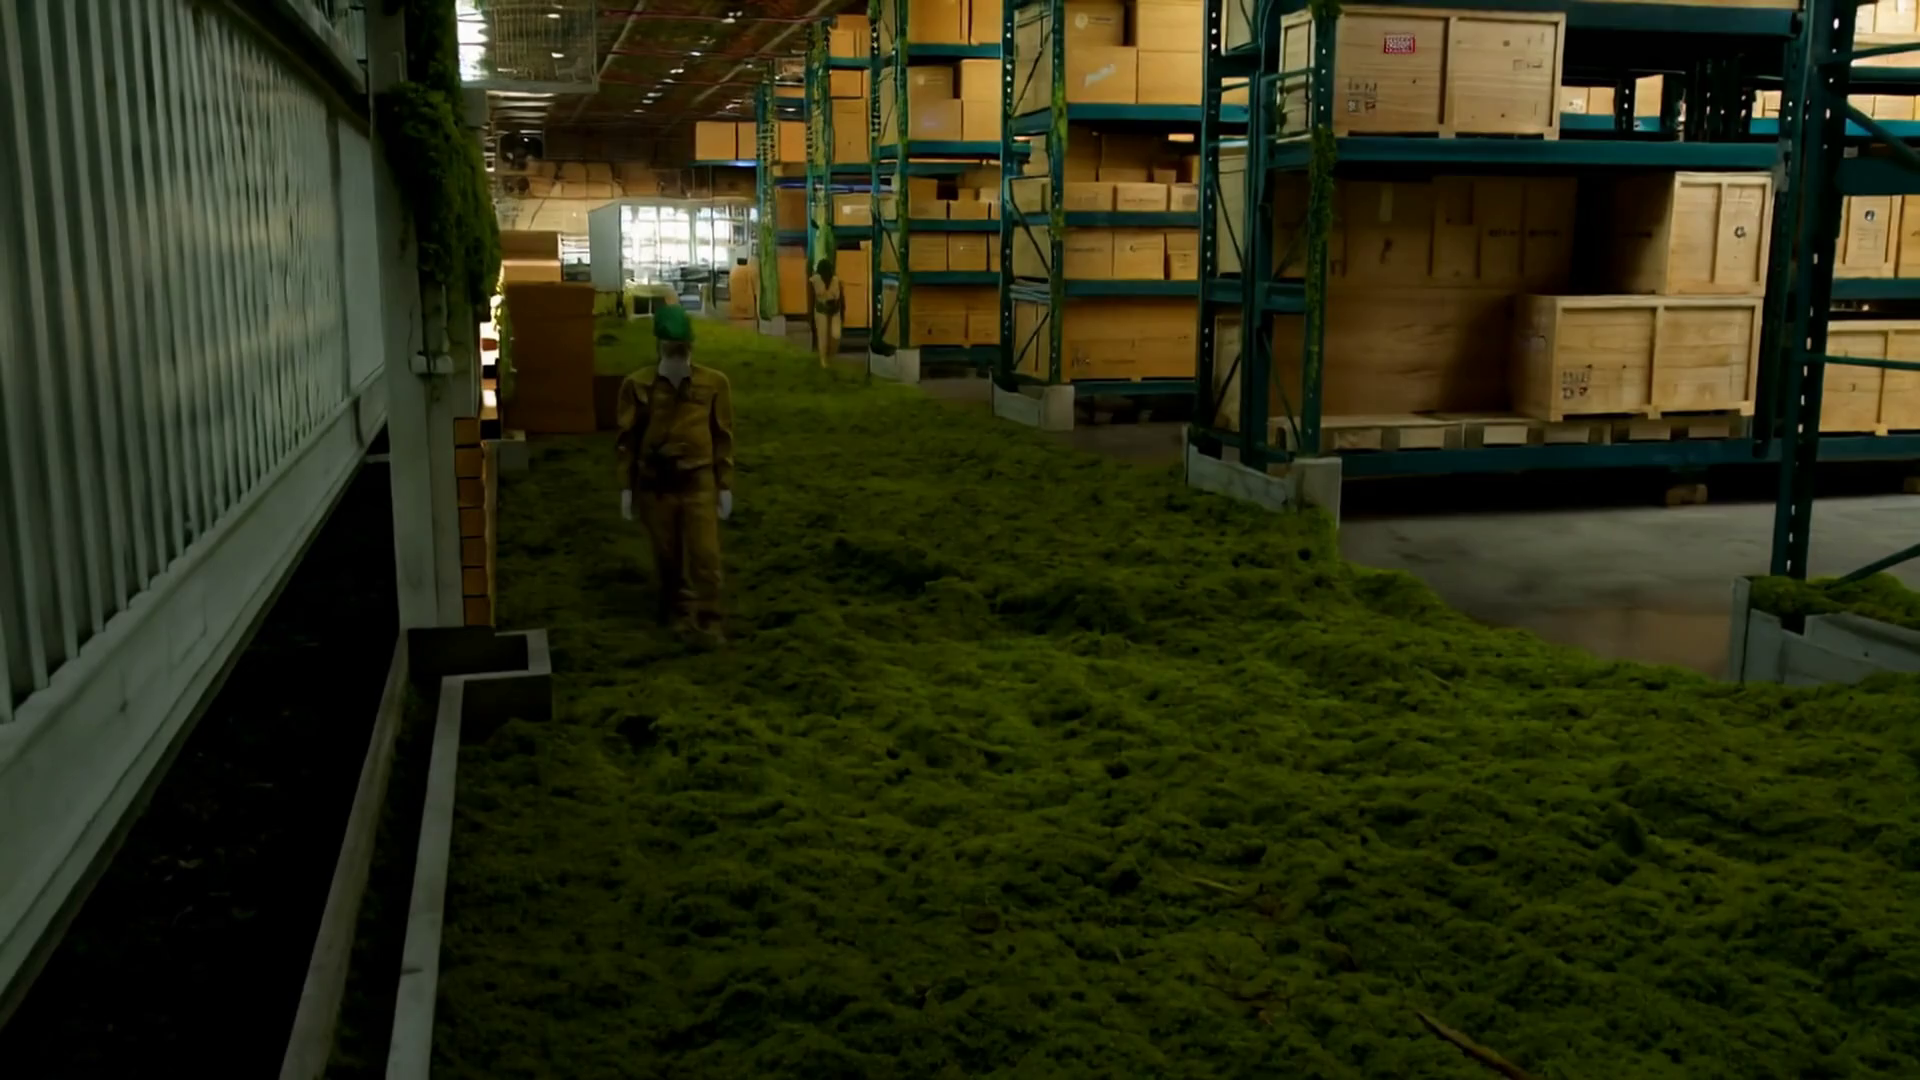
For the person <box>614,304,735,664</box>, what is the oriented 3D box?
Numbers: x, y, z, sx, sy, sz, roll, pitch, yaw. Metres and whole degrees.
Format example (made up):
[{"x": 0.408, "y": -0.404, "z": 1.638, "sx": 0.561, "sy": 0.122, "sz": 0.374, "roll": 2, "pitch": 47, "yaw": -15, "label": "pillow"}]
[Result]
[{"x": -1.384, "y": -0.269, "z": 8.113, "sx": 0.585, "sy": 1.746, "sz": 0.390, "roll": -2, "pitch": 10, "yaw": -12, "label": "person"}]

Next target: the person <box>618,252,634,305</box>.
[{"x": -11.540, "y": -9.041, "z": 57.502, "sx": 0.570, "sy": 1.840, "sz": 0.373, "roll": -7, "pitch": 12, "yaw": -35, "label": "person"}]

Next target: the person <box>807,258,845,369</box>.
[{"x": -2.189, "y": -3.723, "z": 27.439, "sx": 0.664, "sy": 1.819, "sz": 0.681, "roll": -3, "pitch": 10, "yaw": -15, "label": "person"}]

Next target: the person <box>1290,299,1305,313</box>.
[{"x": 3.325, "y": -1.734, "z": 16.781, "sx": 0.610, "sy": 1.622, "sz": 0.522, "roll": 4, "pitch": 11, "yaw": 20, "label": "person"}]
